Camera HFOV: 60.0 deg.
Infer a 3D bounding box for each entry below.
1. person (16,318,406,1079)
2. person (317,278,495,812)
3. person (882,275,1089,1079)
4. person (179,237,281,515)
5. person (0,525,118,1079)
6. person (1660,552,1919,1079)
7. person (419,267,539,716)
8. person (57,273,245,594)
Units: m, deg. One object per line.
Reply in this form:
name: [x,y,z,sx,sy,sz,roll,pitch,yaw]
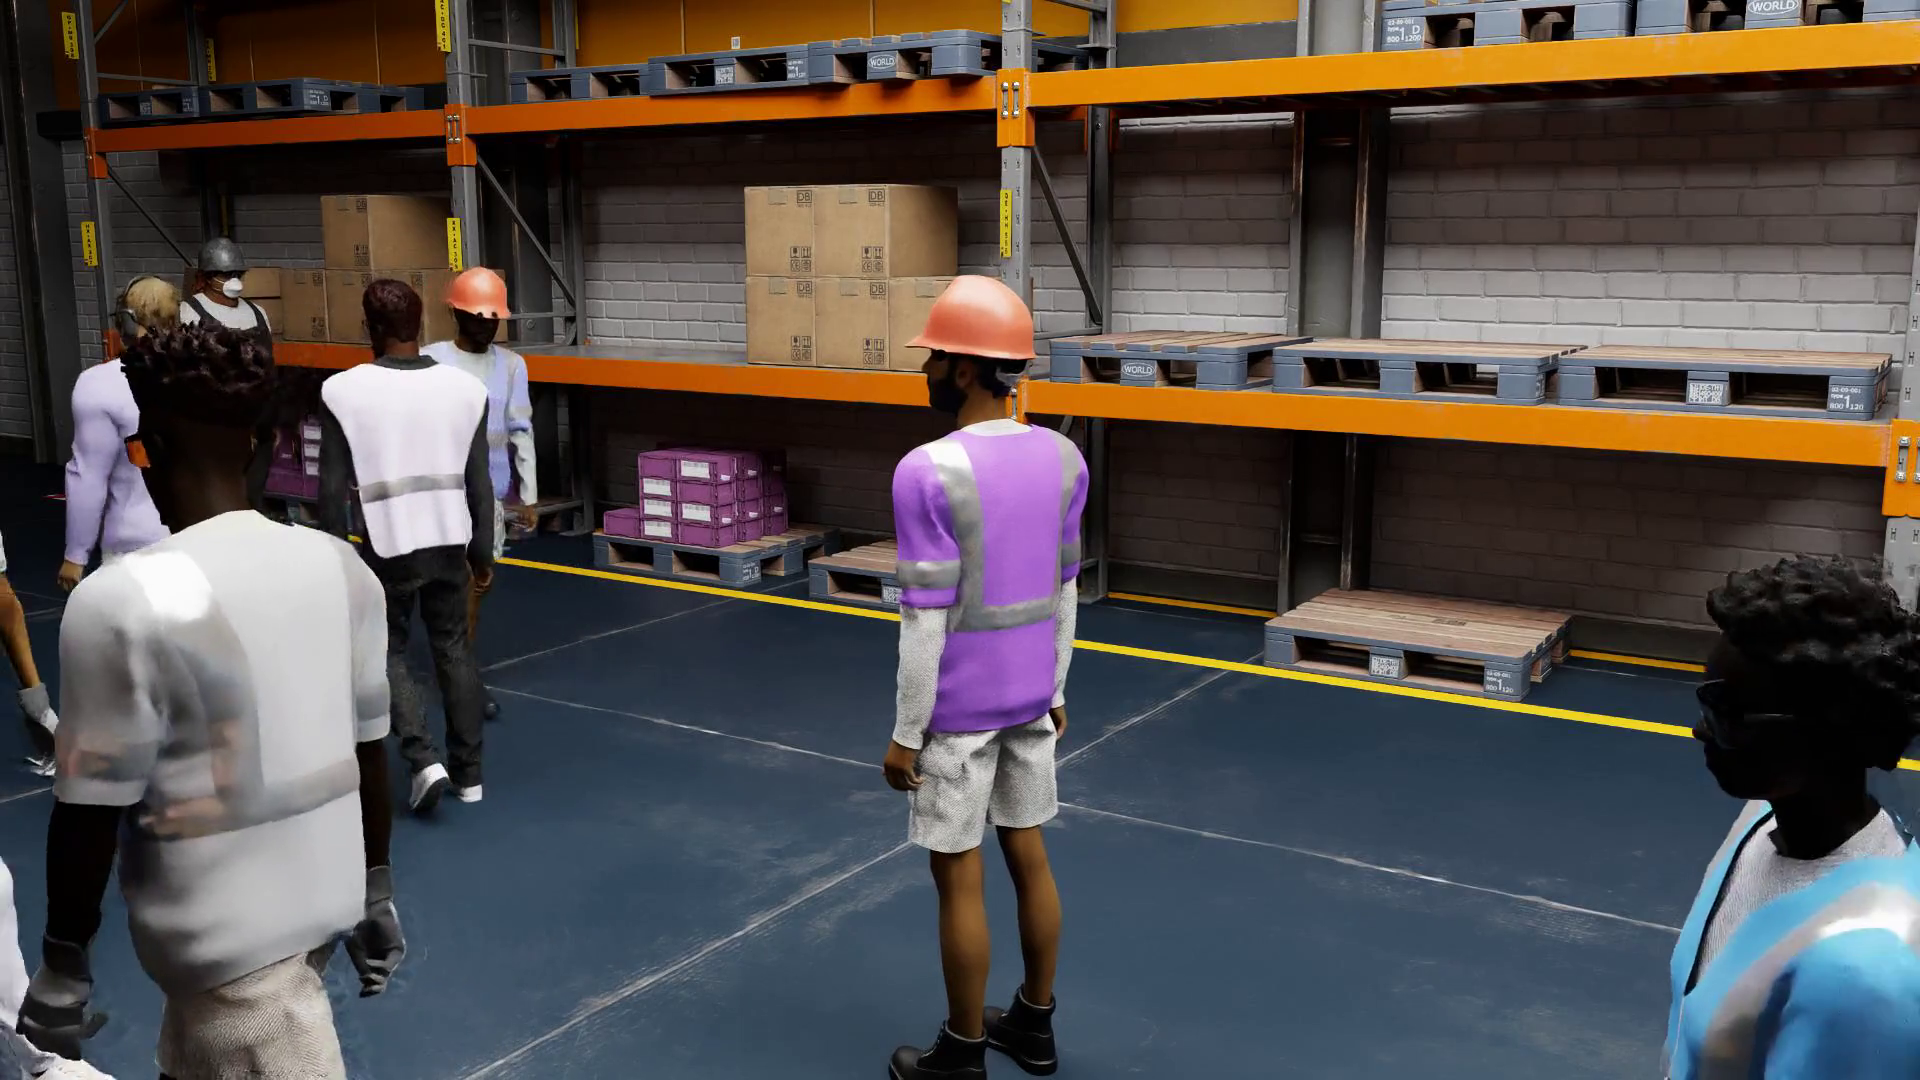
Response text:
person: [-1.131,0.598,2.714,1.021,1.905,0.602,2,10,10]
person: [-1.898,0.042,5.834,0.599,1.892,0.528,-8,13,-37]
person: [0.044,0.362,3.896,0.552,1.942,0.340,-9,14,-42]
person: [-4.144,-0.701,9.516,0.536,2.000,0.682,5,11,26]
person: [-2.447,0.432,3.881,0.975,1.820,0.490,2,10,13]
person: [0.889,0.846,1.911,0.489,1.677,0.559,3,11,14]
person: [-2.048,-0.200,7.120,0.568,1.898,0.790,-10,14,-43]
person: [-2.828,0.016,5.917,0.858,1.912,0.634,4,11,22]
